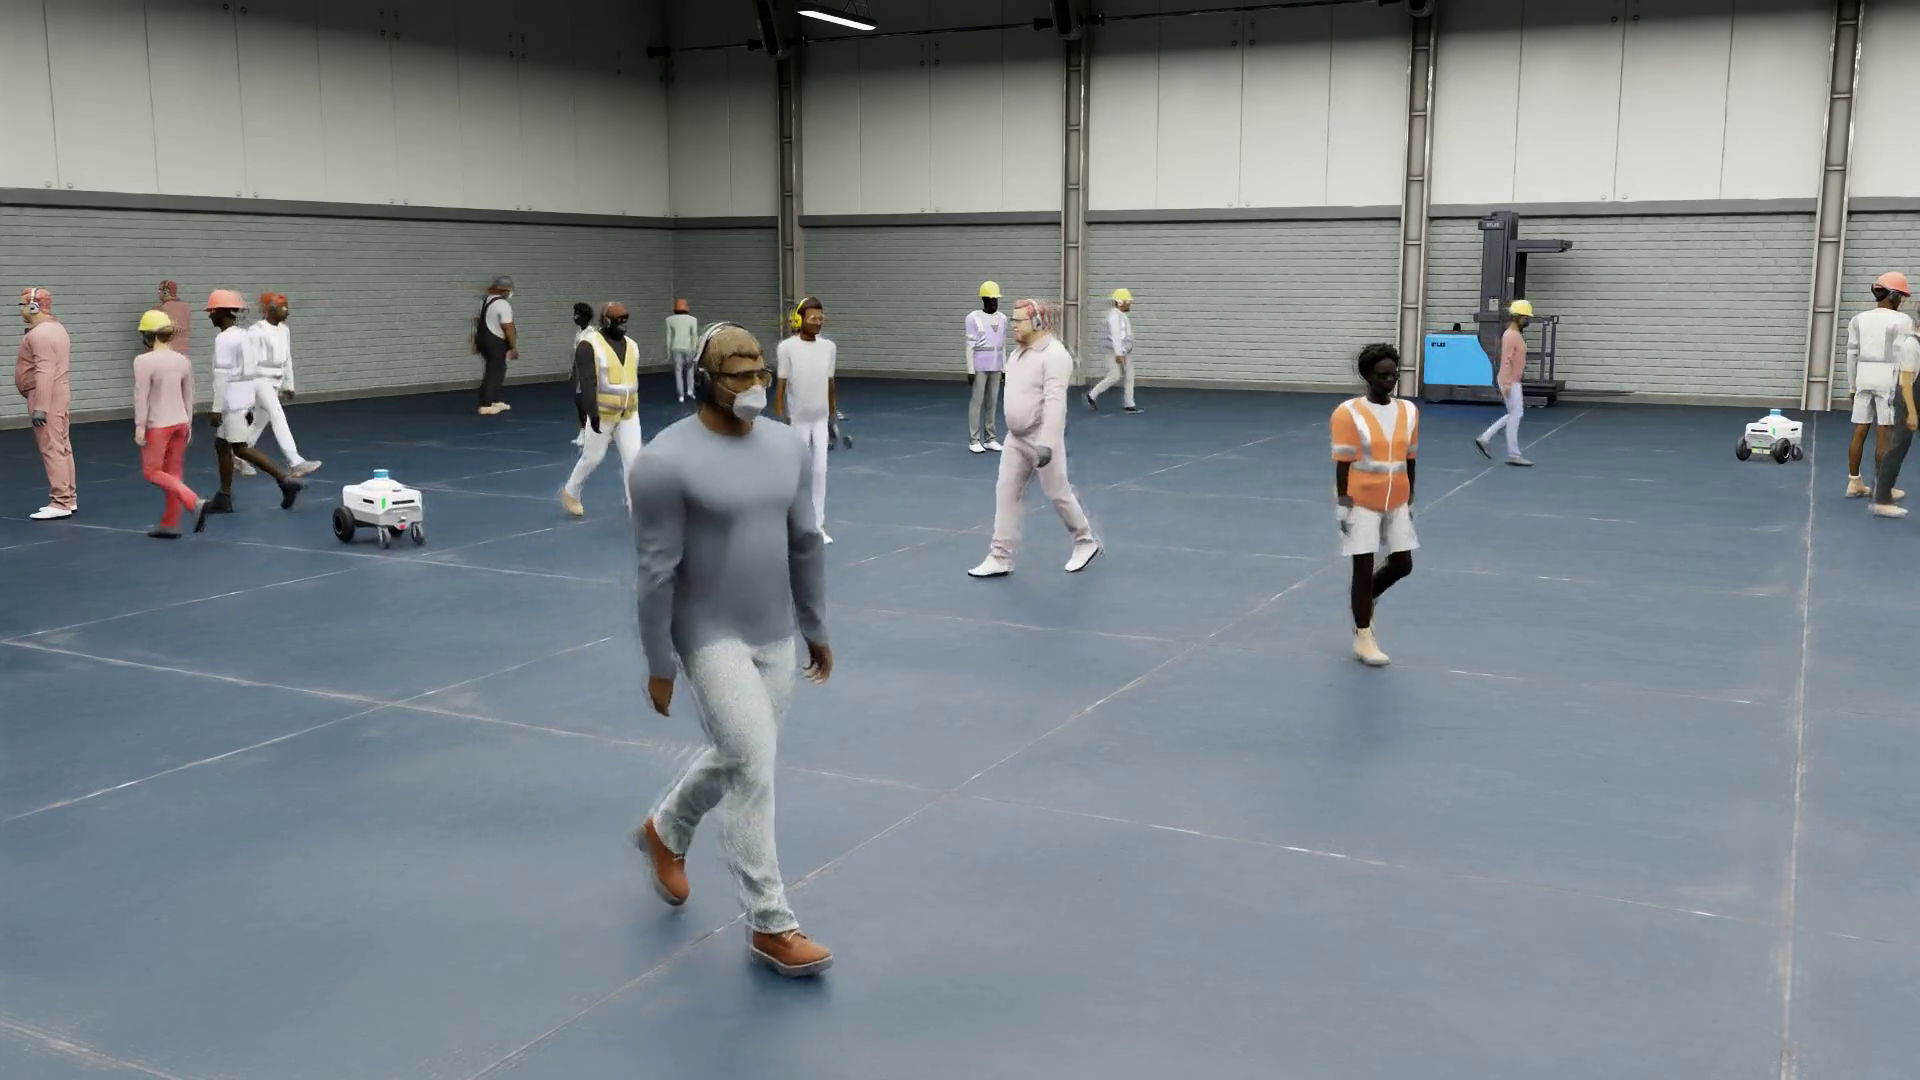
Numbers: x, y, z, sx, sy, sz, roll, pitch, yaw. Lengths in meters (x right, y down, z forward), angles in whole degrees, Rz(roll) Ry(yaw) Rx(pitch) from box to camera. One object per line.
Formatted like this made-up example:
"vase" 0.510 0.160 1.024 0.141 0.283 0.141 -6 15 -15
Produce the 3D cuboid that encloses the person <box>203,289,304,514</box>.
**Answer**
"person" -6.060 -1.167 14.088 0.864 1.906 0.557 -2 9 -9

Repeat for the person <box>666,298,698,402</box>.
"person" -4.355 -2.972 26.054 0.501 1.620 0.356 -1 9 -7

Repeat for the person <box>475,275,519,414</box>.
"person" -6.669 -2.819 23.937 0.664 2.000 0.715 -7 12 -39

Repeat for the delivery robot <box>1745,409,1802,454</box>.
"delivery robot" 8.856 -1.178 18.095 0.707 0.478 0.477 -8 12 -40

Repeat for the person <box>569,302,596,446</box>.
"person" -4.402 -1.929 19.438 0.626 1.679 0.547 -4 10 -22

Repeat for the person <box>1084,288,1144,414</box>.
"person" 2.229 -2.726 23.975 0.773 1.805 0.594 4 10 23

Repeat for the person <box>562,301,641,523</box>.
"person" -2.908 -1.052 13.635 0.886 1.807 0.621 8 12 41

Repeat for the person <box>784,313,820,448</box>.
"person" -1.844 -1.863 19.305 0.863 1.574 0.509 7 12 37

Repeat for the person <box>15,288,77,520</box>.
"person" -7.604 -1.133 13.817 0.407 1.906 0.655 -3 10 -17

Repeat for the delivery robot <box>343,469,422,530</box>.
"delivery robot" -4.390 -0.293 12.634 0.477 0.478 0.707 -9 13 -44

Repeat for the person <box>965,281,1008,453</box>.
"person" 0.321 -1.960 18.854 0.589 1.928 0.385 -8 12 -39

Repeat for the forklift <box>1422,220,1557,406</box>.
"forklift" 8.245 -3.527 25.720 1.873 2.768 1.129 5 10 27

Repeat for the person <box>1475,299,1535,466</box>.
"person" 5.798 -1.672 17.623 0.582 1.745 0.546 5 10 29

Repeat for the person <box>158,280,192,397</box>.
"person" -10.982 -2.655 23.188 0.408 1.913 0.644 1 9 3

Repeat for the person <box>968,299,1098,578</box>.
"person" 0.541 -0.694 11.245 0.957 1.871 0.642 -7 11 -36

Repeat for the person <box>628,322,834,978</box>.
"person" -0.726 0.291 5.049 0.922 1.908 0.641 8 12 40

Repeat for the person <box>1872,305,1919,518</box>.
"person" 7.968 -1.056 13.632 0.553 1.804 0.886 -5 11 -30

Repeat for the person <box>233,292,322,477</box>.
"person" -6.916 -1.544 16.598 1.012 1.830 0.619 1 9 6

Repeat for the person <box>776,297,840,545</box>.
"person" -1.181 -0.912 12.613 0.519 1.858 0.612 -6 11 -34

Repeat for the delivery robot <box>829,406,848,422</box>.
"delivery robot" -1.589 -1.519 19.400 0.335 0.223 0.698 -8 12 -41

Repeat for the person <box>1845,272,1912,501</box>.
"person" 8.287 -1.383 14.968 0.392 2.034 0.605 -4 10 -24

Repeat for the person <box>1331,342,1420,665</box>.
"person" 2.169 -0.202 8.773 0.537 1.683 0.469 -3 10 -17

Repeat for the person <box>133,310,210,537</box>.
"person" -6.026 -0.876 12.692 0.577 1.750 0.537 3 10 15
